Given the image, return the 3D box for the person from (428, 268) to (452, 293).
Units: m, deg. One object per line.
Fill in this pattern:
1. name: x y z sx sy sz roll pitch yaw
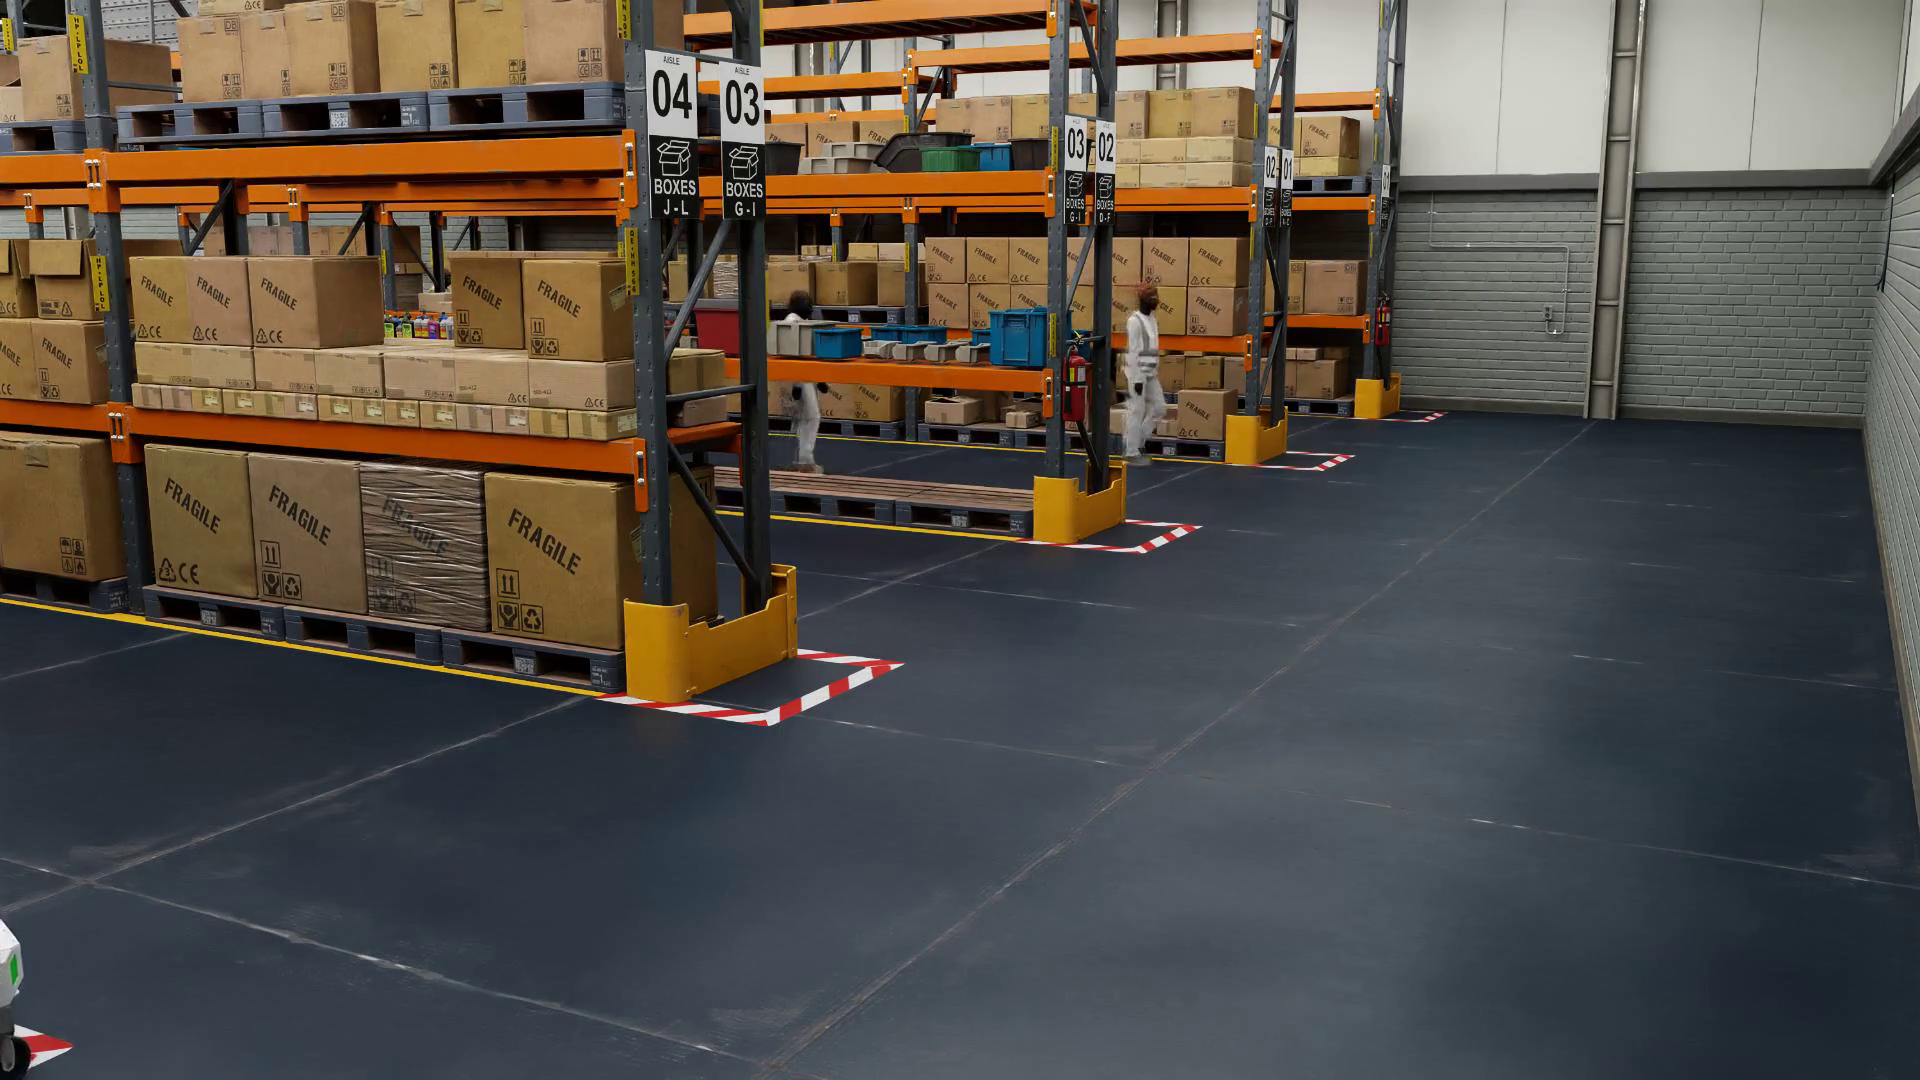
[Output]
1. person: -7.969 -3.272 25.730 0.430 1.843 0.625 1 10 6

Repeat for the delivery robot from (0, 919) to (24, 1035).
1. delivery robot: -2.923 1.227 4.452 0.707 0.478 0.477 -9 14 -41

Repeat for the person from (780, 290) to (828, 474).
1. person: -1.549 -1.532 16.365 0.461 1.809 0.732 0 10 1

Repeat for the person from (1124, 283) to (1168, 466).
1. person: 1.874 -1.673 16.935 0.432 1.866 0.601 6 12 28
